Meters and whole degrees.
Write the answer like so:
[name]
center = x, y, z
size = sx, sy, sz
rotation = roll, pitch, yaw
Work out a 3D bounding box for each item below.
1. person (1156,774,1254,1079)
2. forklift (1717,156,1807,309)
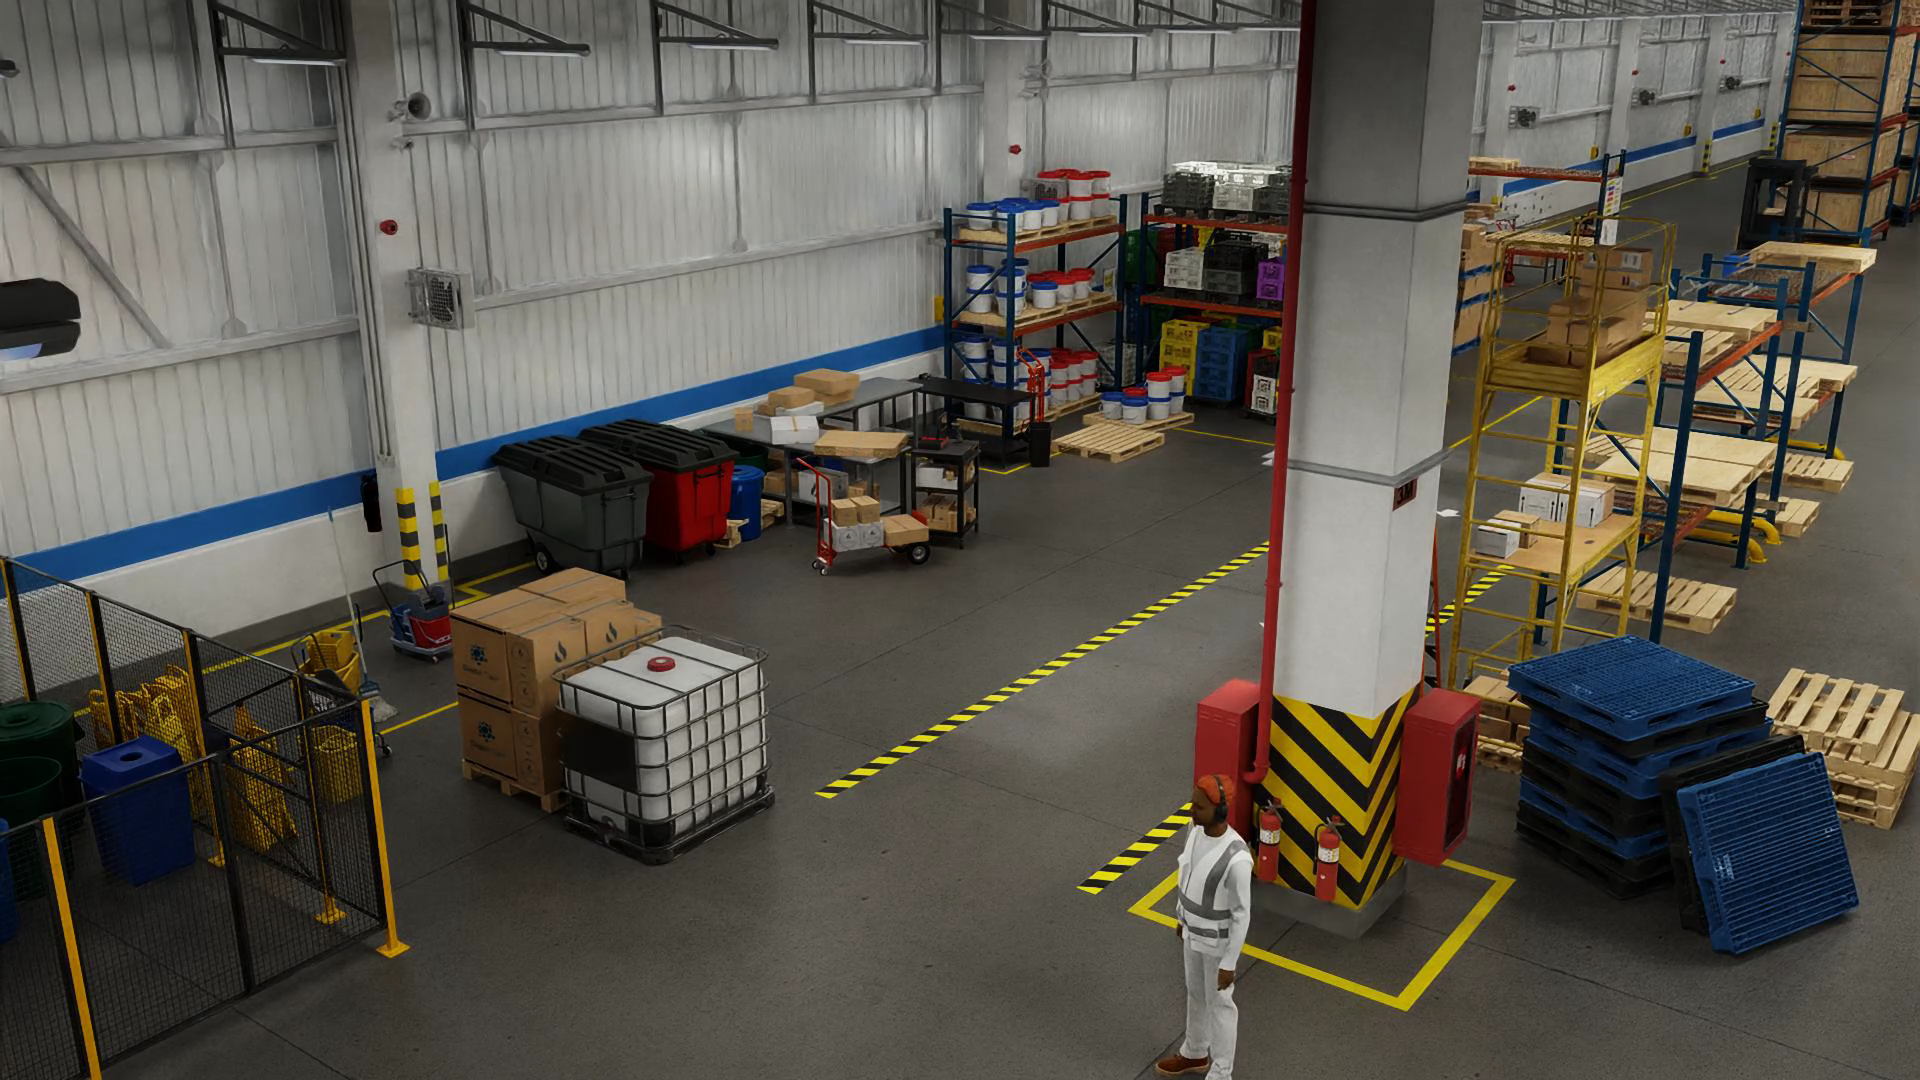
[person]
center = 1.308, 2.096, 8.784
size = 0.356, 1.883, 0.572
rotation = -7, 19, -19
[forklift]
center = 15.183, -5.773, 31.288
size = 1.129, 2.768, 1.873
rotation = 13, 22, 34
